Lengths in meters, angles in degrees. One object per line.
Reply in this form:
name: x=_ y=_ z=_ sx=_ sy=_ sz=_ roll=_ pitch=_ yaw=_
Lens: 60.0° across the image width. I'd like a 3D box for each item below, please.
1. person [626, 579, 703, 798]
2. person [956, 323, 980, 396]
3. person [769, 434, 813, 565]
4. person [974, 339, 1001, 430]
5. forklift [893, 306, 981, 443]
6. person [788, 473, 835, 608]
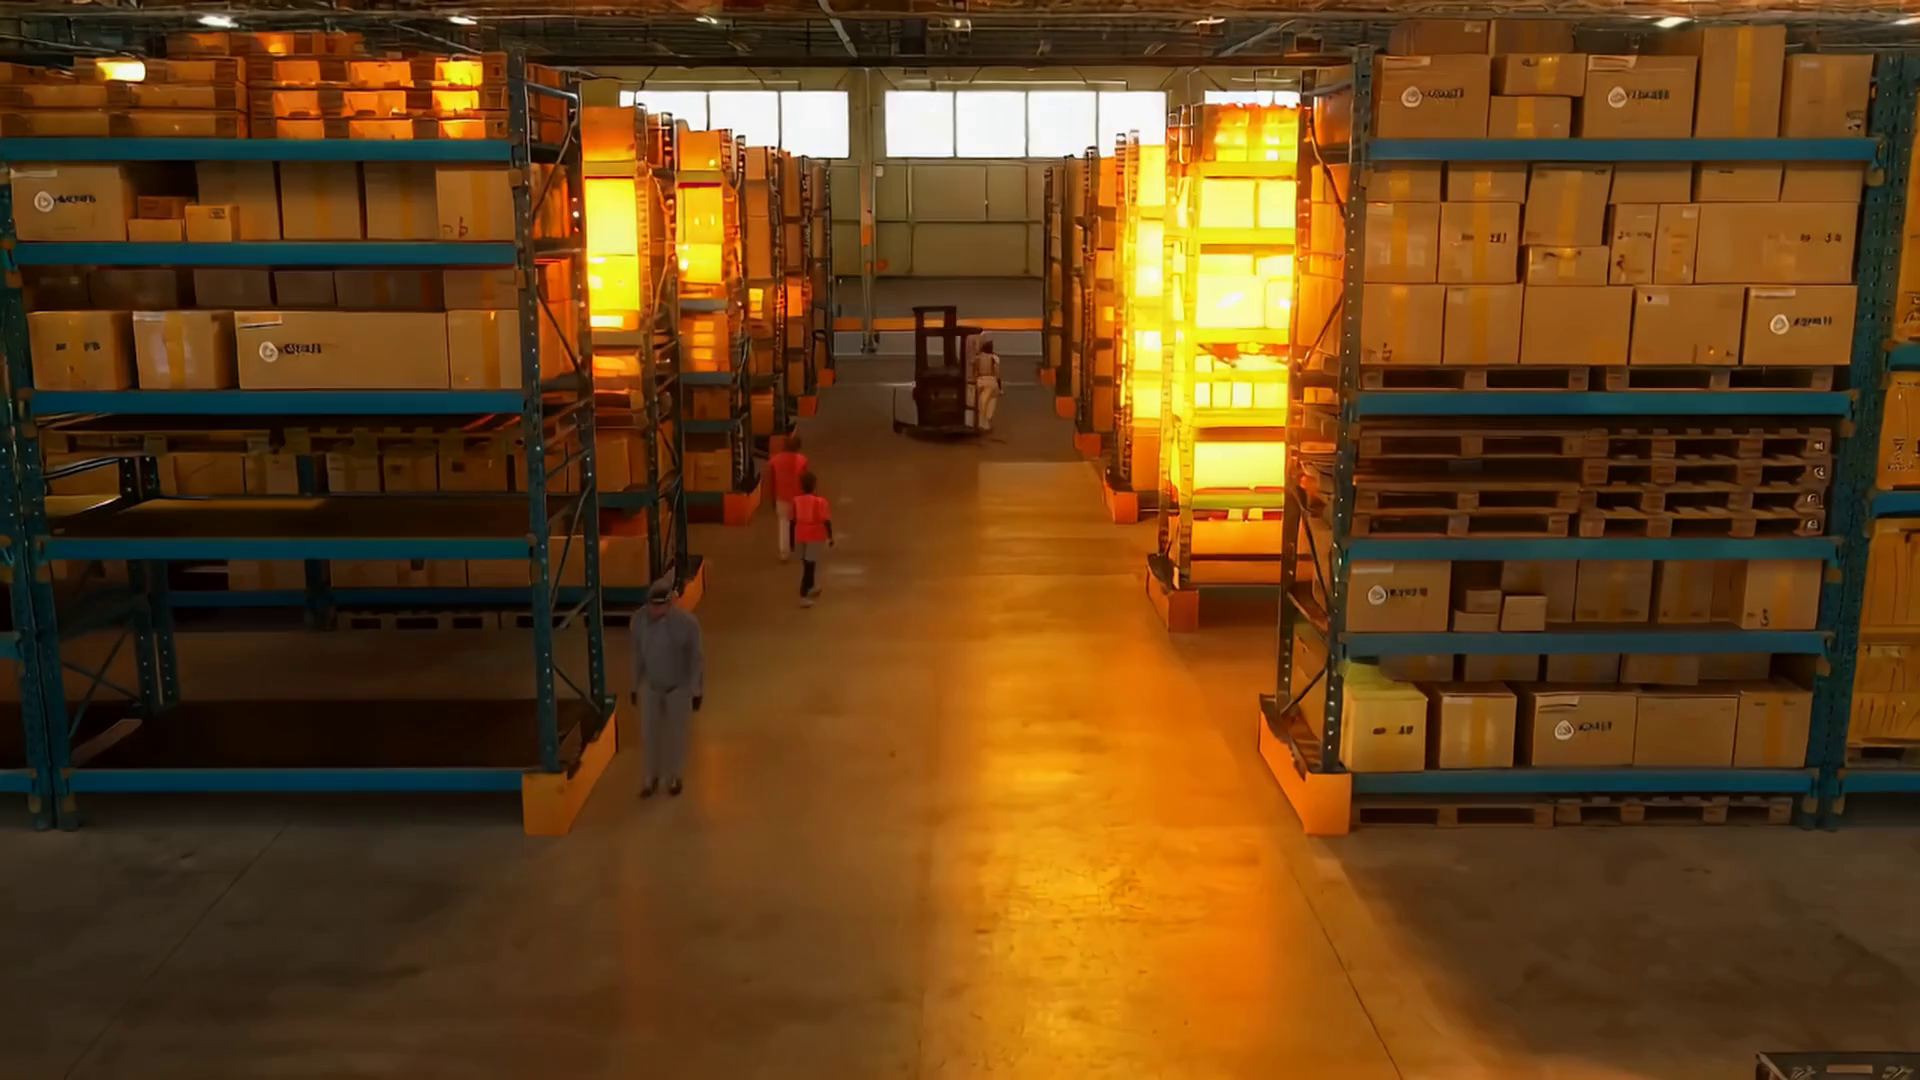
person: x=-2.488 y=1.253 z=13.974 sx=0.675 sy=1.884 sz=0.567 roll=0 pitch=11 yaw=1
person: x=0.215 y=-4.718 z=43.518 sx=0.642 sy=1.905 sz=0.399 roll=3 pitch=12 yaw=15
person: x=-2.315 y=-0.578 z=23.205 sx=0.665 sy=1.811 sz=0.601 roll=3 pitch=12 yaw=16
person: x=0.611 y=-3.434 z=36.824 sx=0.629 sy=2.033 sz=0.447 roll=4 pitch=12 yaw=18
forklift: x=-0.543 y=-3.595 z=35.518 sx=1.129 sy=2.768 sz=1.873 roll=-8 pitch=14 yaw=-34
person: x=-1.881 y=-0.010 z=20.808 sx=0.543 sy=1.652 sz=0.886 roll=5 pitch=12 yaw=24
